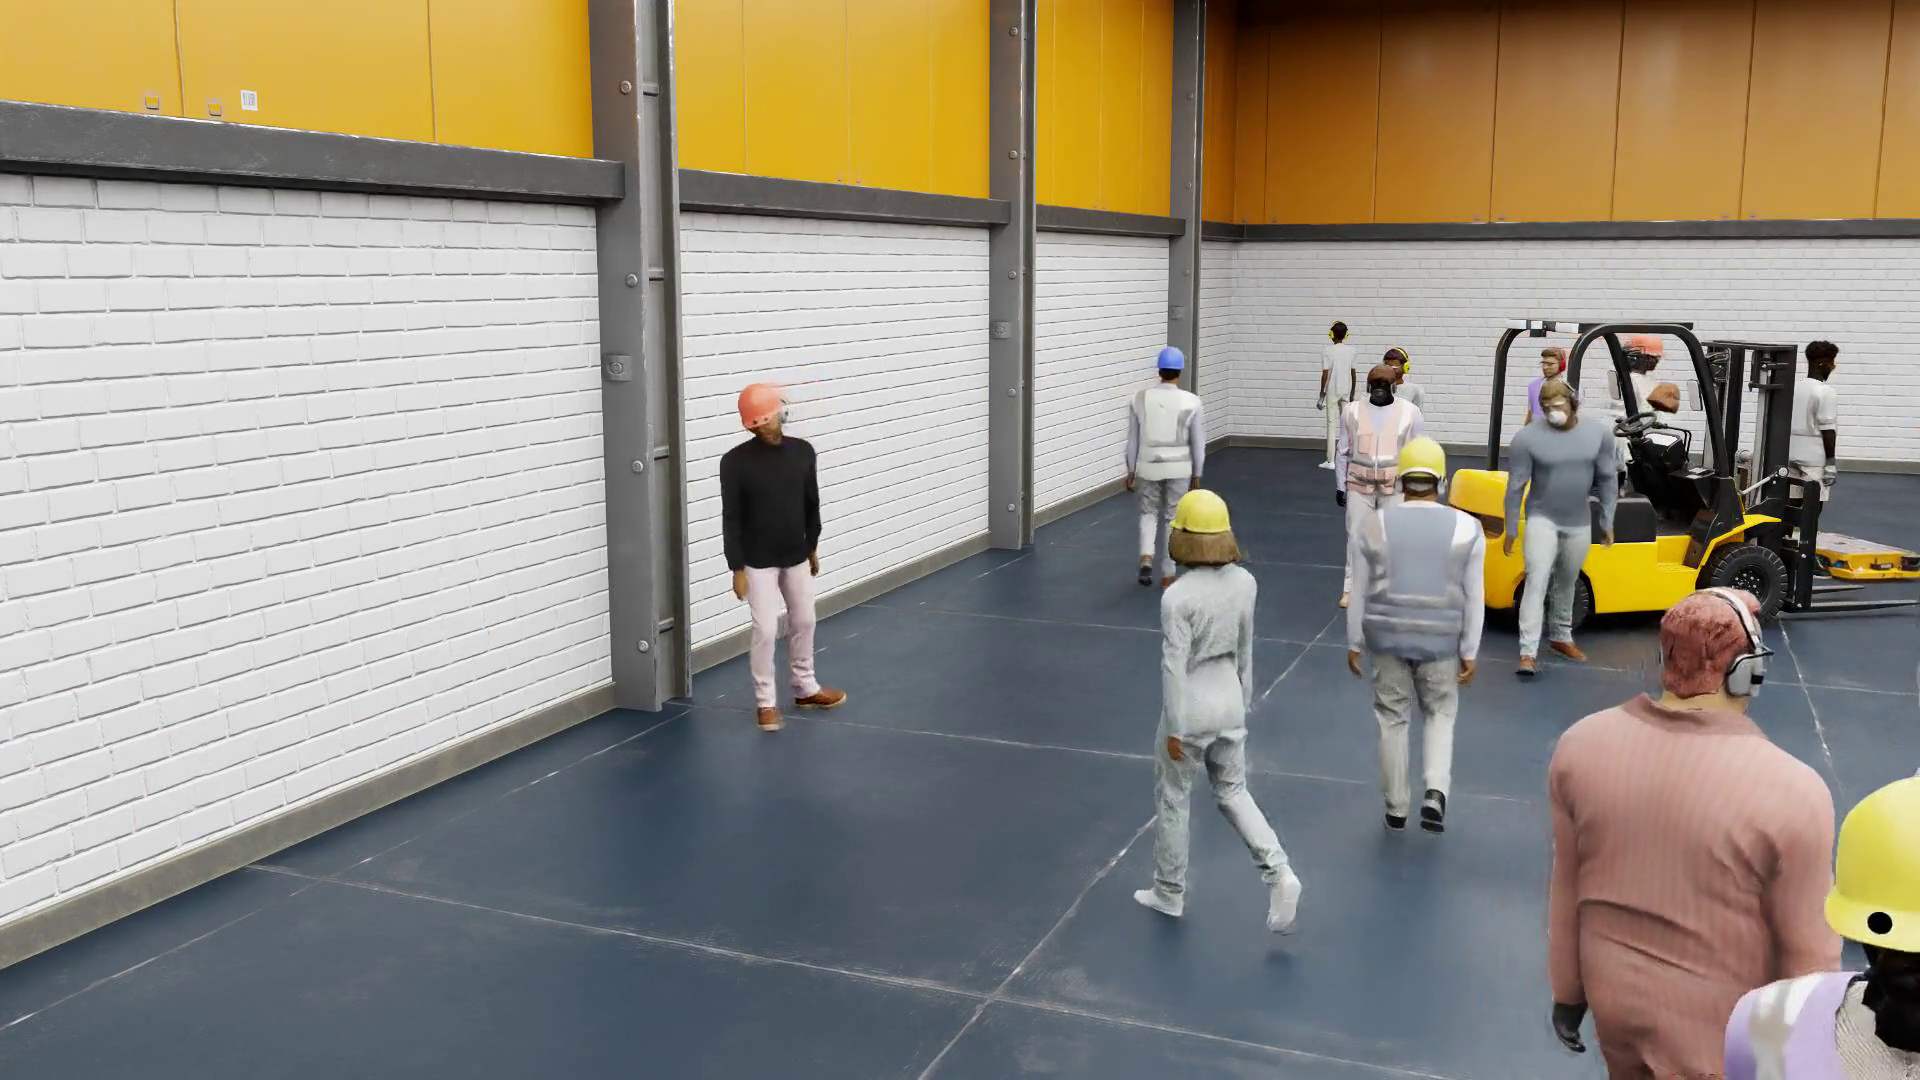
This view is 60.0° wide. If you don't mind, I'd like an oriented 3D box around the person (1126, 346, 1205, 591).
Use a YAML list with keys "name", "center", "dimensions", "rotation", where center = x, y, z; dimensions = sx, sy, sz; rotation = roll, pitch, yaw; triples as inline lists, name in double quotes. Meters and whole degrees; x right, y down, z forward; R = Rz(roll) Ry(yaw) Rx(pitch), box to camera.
- name: "person"
  center: [1.614, -0.547, 13.072]
  dimensions: [0.638, 1.935, 0.460]
  rotation: [3, 10, 19]

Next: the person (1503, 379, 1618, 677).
- name: "person"
  center: [3.777, -0.087, 10.503]
  dimensions: [0.677, 1.875, 0.853]
  rotation: [0, 9, 3]

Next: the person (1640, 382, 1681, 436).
- name: "person"
  center: [5.812, -0.509, 13.827]
  dimensions: [0.625, 1.598, 0.526]
  rotation: [-2, 10, -12]

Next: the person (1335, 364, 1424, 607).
- name: "person"
  center: [3.114, -0.389, 12.409]
  dimensions: [0.634, 1.839, 0.429]
  rotation: [3, 10, 18]

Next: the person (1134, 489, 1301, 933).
- name: "person"
  center: [0.978, 0.663, 6.378]
  dimensions: [0.490, 1.724, 0.711]
  rotation: [-6, 11, -33]

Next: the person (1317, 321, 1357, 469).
- name: "person"
  center: [4.763, -1.826, 21.020]
  dimensions: [0.518, 1.874, 0.330]
  rotation: [-2, 10, -13]

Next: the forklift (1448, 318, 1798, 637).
- name: "forklift"
  center: [4.706, -0.497, 11.990]
  dimensions: [2.313, 2.155, 1.214]
  rotation: [-2, 10, -10]

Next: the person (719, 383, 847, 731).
- name: "person"
  center: [-0.973, 0.088, 9.219]
  dimensions: [0.795, 1.940, 0.457]
  rotation: [-8, 12, -40]

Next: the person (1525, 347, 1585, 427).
- name: "person"
  center: [5.340, -0.817, 14.994]
  dimensions: [0.373, 1.840, 0.571]
  rotation: [-7, 11, -35]

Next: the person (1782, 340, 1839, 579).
- name: "person"
  center: [7.008, -0.666, 13.708]
  dimensions: [0.367, 1.964, 0.603]
  rotation: [-2, 10, -10]

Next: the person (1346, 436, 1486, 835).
- name: "person"
  center: [2.023, 0.445, 7.437]
  dimensions: [0.592, 1.818, 0.441]
  rotation: [2, 10, 13]

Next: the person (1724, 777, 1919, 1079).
- name: "person"
  center: [1.382, 1.238, 2.372]
  dimensions: [0.793, 1.908, 0.593]
  rotation: [-9, 13, -43]

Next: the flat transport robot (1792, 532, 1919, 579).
- name: "flat transport robot"
  center: [7.406, 0.113, 14.108]
  dimensions: [0.652, 0.197, 1.431]
  rotation: [-1, 9, -8]

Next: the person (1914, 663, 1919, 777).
- name: "person"
  center: [3.542, 0.682, 6.011]
  dimensions: [0.901, 1.802, 0.654]
  rotation: [6, 11, 31]

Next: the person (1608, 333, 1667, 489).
- name: "person"
  center: [5.980, -0.871, 14.902]
  dimensions: [0.970, 1.992, 0.619]
  rotation: [8, 12, 40]

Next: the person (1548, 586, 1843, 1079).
- name: "person"
  center: [1.562, 1.037, 3.655]
  dimensions: [0.812, 1.881, 0.651]
  rotation: [-6, 11, -33]

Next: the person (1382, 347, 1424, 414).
- name: "person"
  center: [3.761, -0.740, 14.466]
  dimensions: [0.518, 1.865, 0.328]
  rotation: [6, 11, 34]
